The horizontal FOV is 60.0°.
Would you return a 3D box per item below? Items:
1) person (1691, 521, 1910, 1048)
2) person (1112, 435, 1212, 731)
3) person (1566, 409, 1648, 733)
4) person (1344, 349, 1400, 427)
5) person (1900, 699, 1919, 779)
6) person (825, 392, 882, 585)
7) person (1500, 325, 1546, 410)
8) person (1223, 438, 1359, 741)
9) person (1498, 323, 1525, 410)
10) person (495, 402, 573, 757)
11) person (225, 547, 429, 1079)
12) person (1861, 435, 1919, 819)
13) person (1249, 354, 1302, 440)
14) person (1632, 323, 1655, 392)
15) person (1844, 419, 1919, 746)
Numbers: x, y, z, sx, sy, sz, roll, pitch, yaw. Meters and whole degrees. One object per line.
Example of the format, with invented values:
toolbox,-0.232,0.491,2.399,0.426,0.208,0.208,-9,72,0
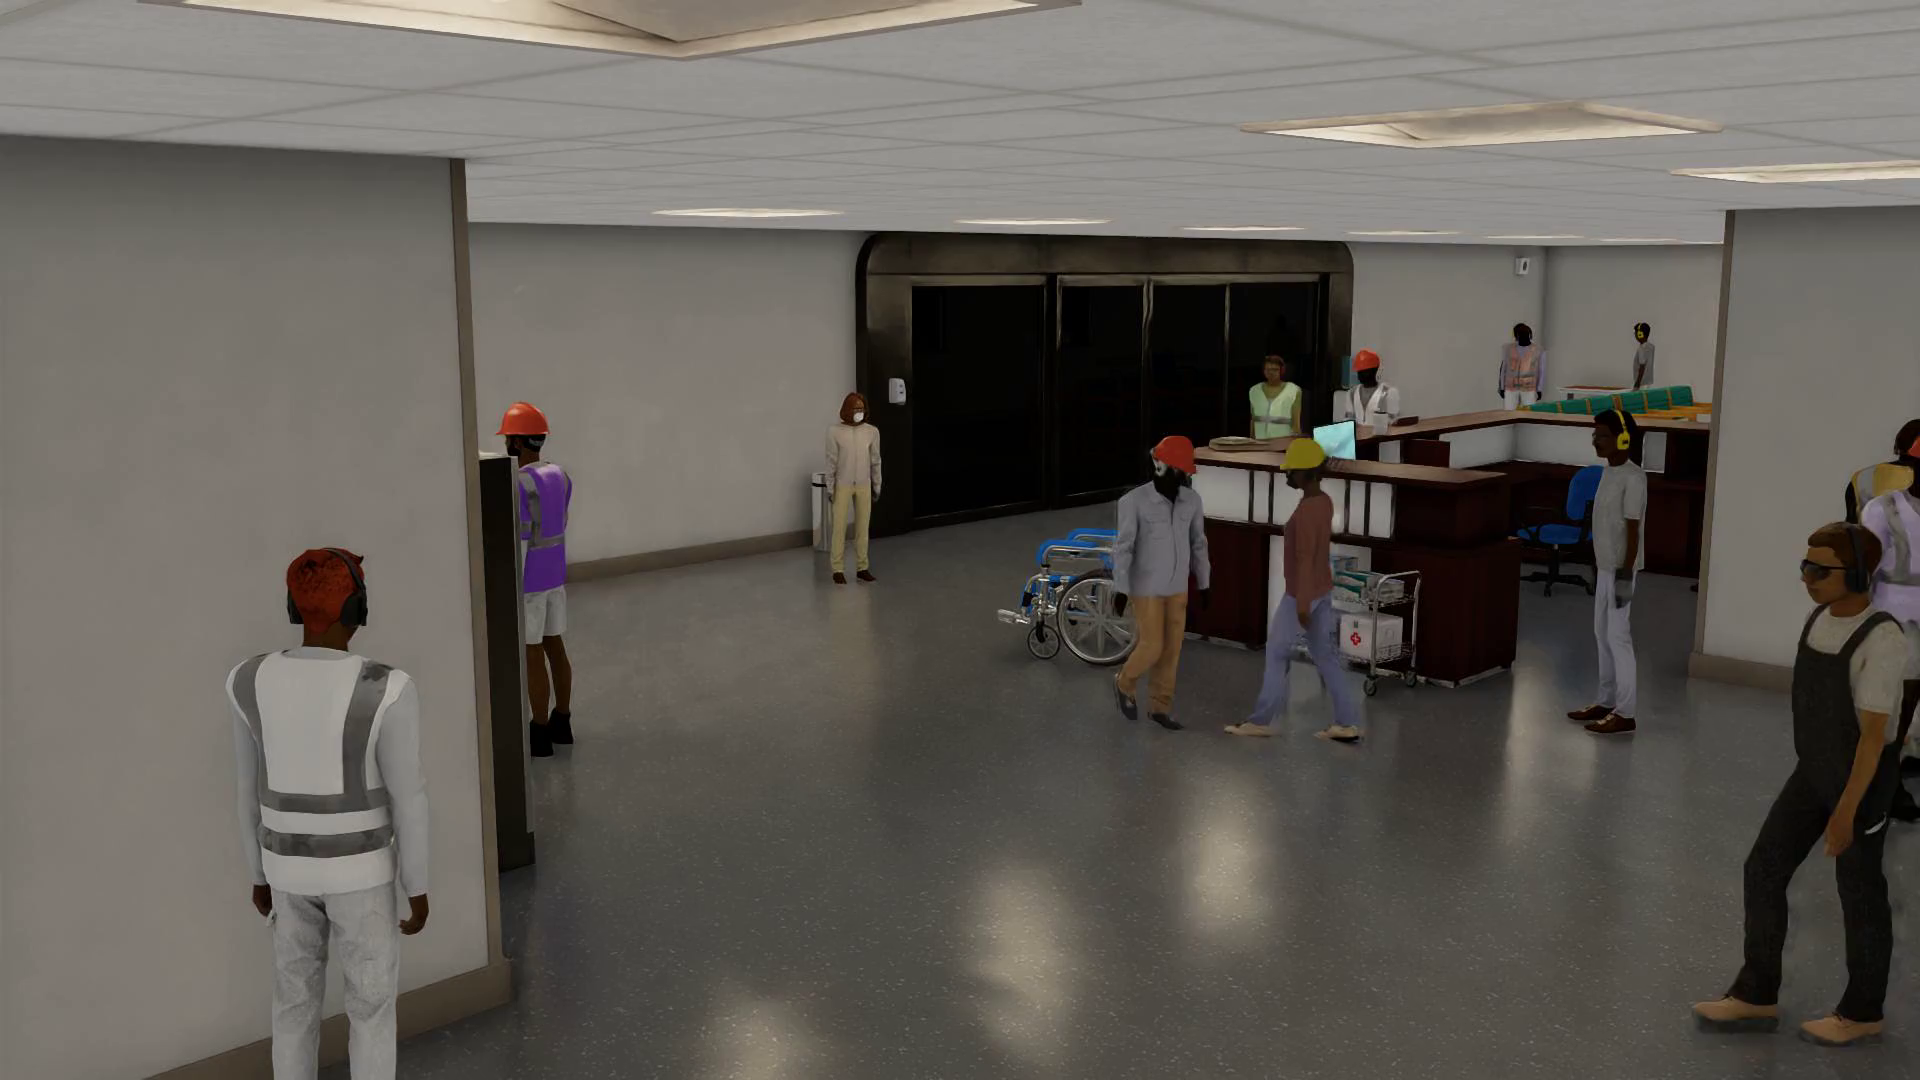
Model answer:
person,2.855,0.843,5.597,0.756,1.817,0.530,-1,9,-5
person,1.147,0.249,9.551,0.600,1.721,0.453,-5,11,-30
person,3.750,0.180,9.562,0.324,1.862,0.512,0,9,2
person,3.834,-0.844,15.730,0.855,1.894,0.560,-8,12,-40
person,5.099,0.370,8.479,0.404,1.829,0.600,-6,11,-32
person,-0.899,-0.437,14.077,0.504,1.627,0.286,-4,10,-25
person,8.171,-2.200,24.209,0.621,1.845,0.429,5,11,30
person,1.919,0.283,9.342,0.753,1.733,0.553,5,11,29
person,8.280,-2.298,24.783,0.520,1.858,0.333,6,11,33
person,-2.342,0.217,9.091,0.357,1.938,0.542,3,10,17
person,-1.794,0.953,4.785,0.568,1.878,0.351,1,9,7
person,4.689,0.404,8.073,0.538,1.902,0.708,-1,9,-7
person,3.181,-0.967,16.741,0.579,1.812,0.782,5,11,29
person,10.087,-2.282,24.649,0.328,1.865,0.521,7,12,38
person,5.265,0.238,9.301,0.629,1.837,0.429,8,12,41
